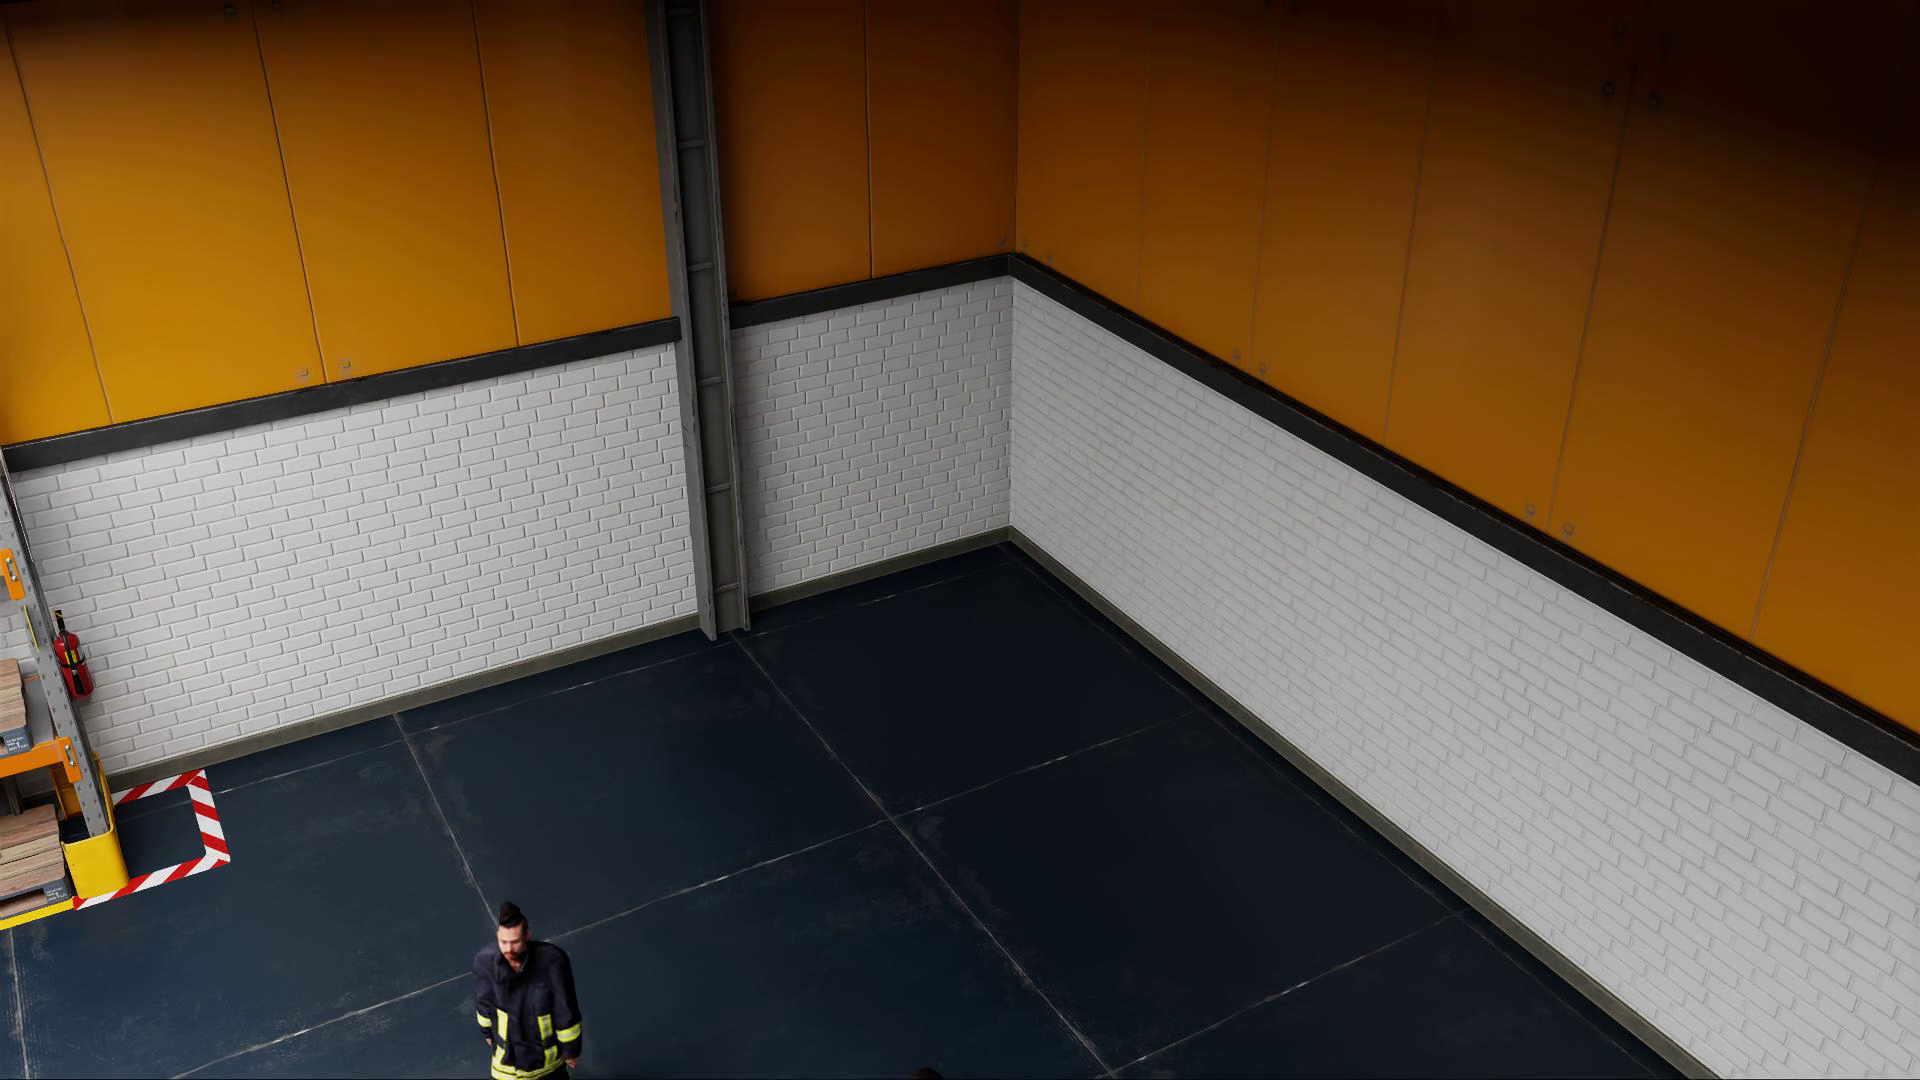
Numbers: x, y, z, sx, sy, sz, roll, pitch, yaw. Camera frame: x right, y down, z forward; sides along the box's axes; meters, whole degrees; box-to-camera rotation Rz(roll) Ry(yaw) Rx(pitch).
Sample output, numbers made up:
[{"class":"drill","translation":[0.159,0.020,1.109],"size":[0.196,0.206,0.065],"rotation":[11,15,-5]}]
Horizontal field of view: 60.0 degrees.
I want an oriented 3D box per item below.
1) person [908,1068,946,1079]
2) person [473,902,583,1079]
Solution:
[{"class":"person","translation":[-0.180,3.436,8.918],"size":[0.551,1.587,0.632],"rotation":[-24,37,-37]},{"class":"person","translation":[-2.507,2.822,9.790],"size":[1.155,1.829,1.118],"rotation":[-2,29,-3]}]
